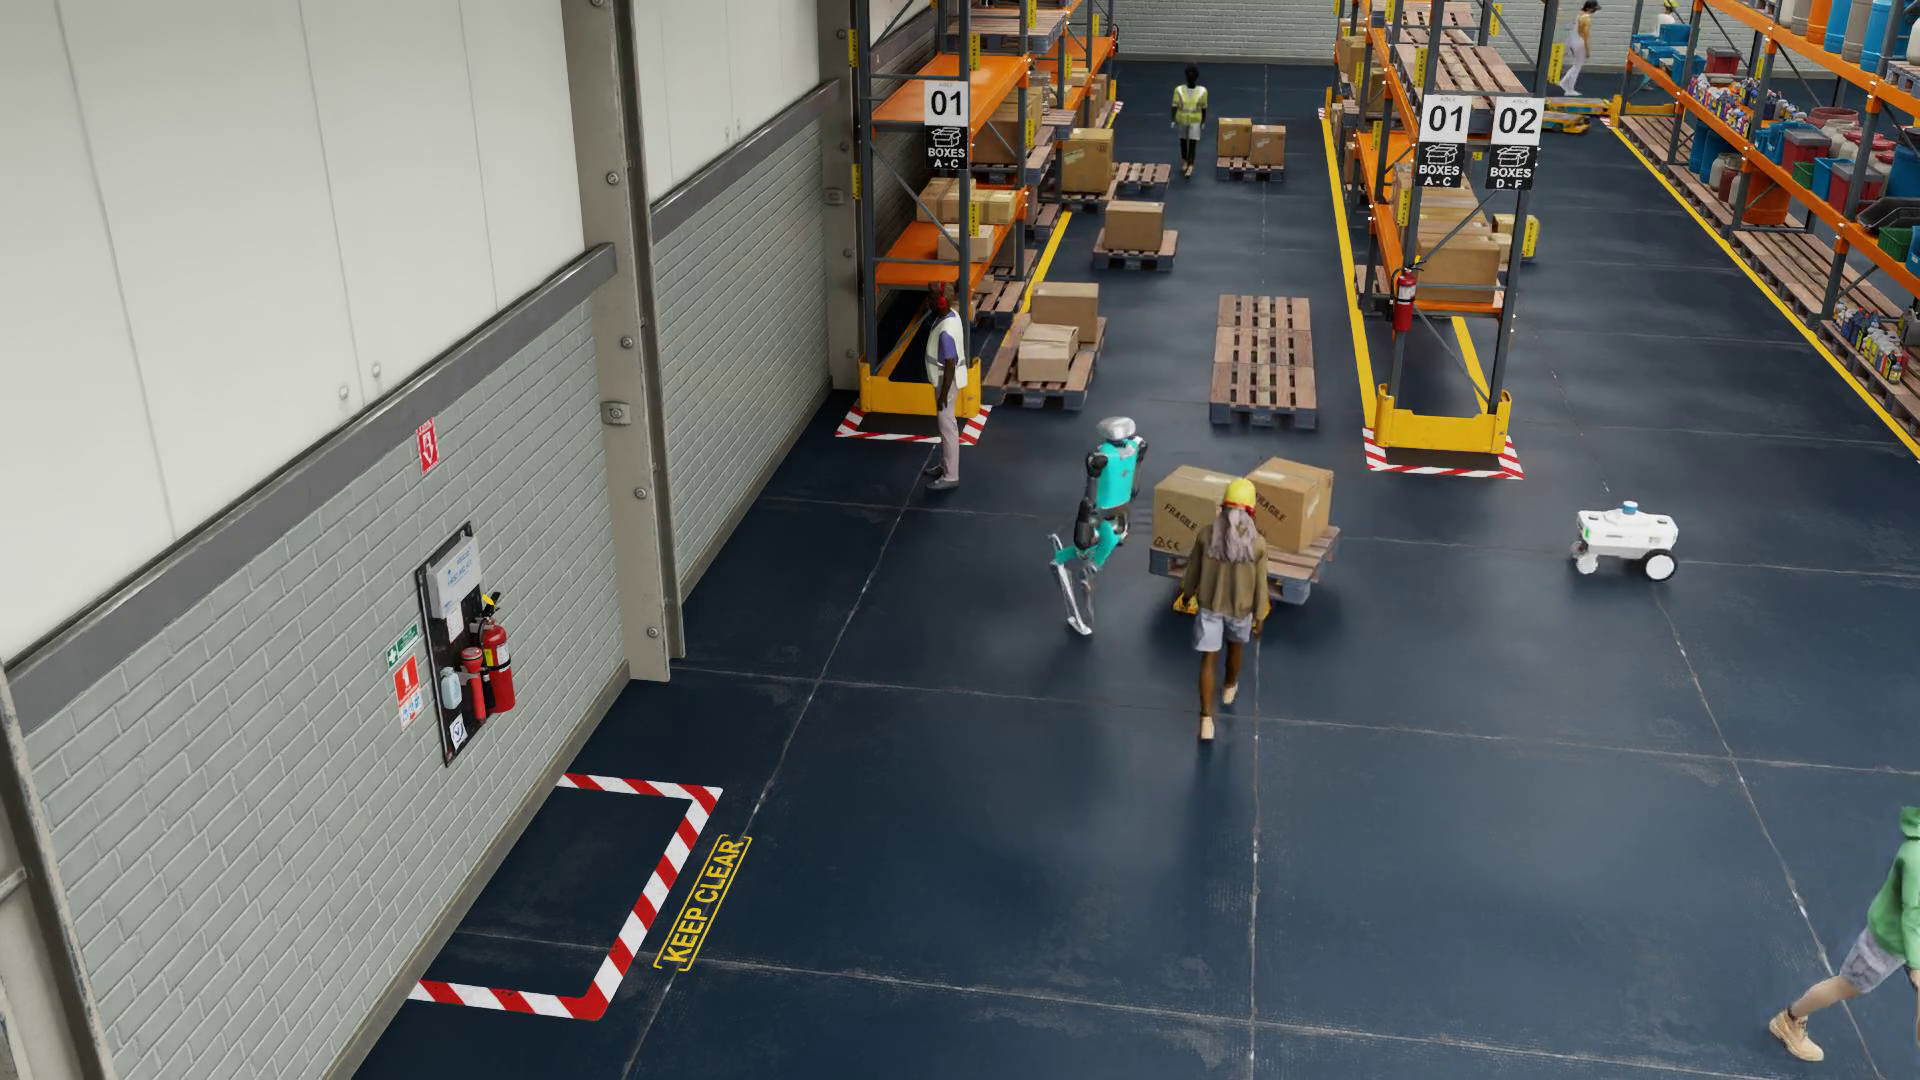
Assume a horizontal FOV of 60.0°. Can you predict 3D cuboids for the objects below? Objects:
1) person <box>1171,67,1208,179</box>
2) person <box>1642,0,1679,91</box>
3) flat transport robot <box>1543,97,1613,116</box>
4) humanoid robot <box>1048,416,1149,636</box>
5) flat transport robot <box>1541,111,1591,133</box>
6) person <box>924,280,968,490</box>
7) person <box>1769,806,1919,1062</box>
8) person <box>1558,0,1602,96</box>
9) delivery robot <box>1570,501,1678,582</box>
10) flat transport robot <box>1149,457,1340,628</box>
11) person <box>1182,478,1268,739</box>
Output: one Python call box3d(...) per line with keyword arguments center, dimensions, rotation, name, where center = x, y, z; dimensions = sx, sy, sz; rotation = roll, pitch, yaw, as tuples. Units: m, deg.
box3d(center=(3.490, -6.394, 25.411), dimensions=(0.532, 1.643, 0.927), rotation=(6, 26, 12), name="person")
box3d(center=(13.643, -9.553, 32.058), dimensions=(0.836, 1.729, 0.550), rotation=(-3, 25, -6), name="person")
box3d(center=(11.202, -7.856, 30.173), dimensions=(1.431, 0.231, 0.659), rotation=(4, 25, 9), name="flat transport robot")
box3d(center=(0.906, -0.051, 11.852), dimensions=(0.533, 1.871, 0.755), rotation=(-21, 32, -37), name="humanoid robot")
box3d(center=(10.199, -7.309, 29.001), dimensions=(1.431, 0.231, 0.659), rotation=(16, 29, 30), name="flat transport robot")
box3d(center=(-0.124, -1.343, 14.370), dimensions=(0.385, 1.845, 0.568), rotation=(-1, 25, -2), name="person")
box3d(center=(4.377, 1.844, 7.728), dimensions=(0.485, 1.693, 0.928), rotation=(-18, 30, -33), name="person")
box3d(center=(11.772, -9.323, 31.485), dimensions=(0.449, 1.824, 0.528), rotation=(-1, 25, -3), name="person")
box3d(center=(5.231, -0.004, 13.046), dimensions=(0.813, 0.610, 0.499), rotation=(3, 25, 7), name="delivery robot")
box3d(center=(2.197, 0.250, 12.823), dimensions=(0.659, 0.231, 1.431), rotation=(12, 28, 24), name="flat transport robot")
box3d(center=(1.704, 0.415, 10.754), dimensions=(0.552, 1.725, 0.888), rotation=(5, 25, 10), name="person")
